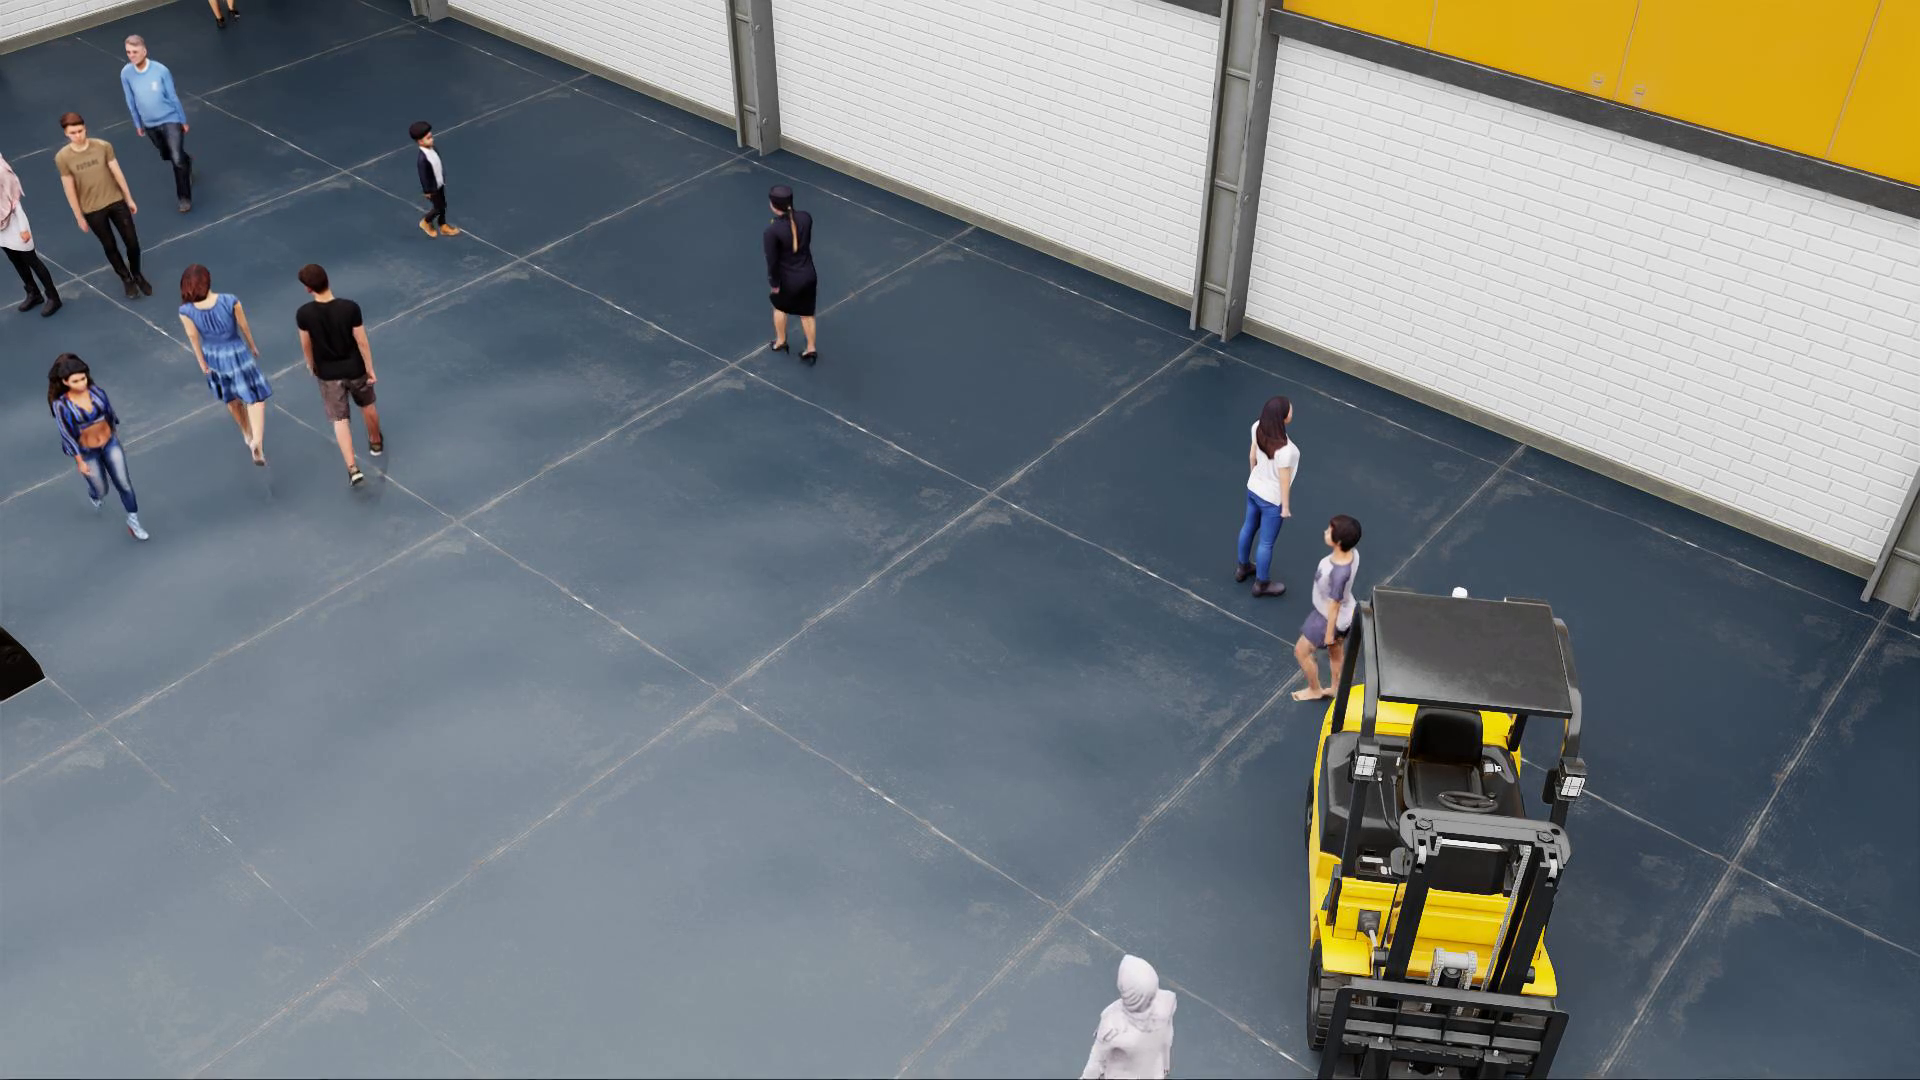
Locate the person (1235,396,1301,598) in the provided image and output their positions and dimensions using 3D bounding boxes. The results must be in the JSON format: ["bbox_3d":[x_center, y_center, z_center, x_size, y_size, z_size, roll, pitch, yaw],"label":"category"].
[{"bbox_3d":[2.213,-0.314,12.014,0.733,1.685,0.599,-17,42,-20],"label":"person"}]

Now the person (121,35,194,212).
[{"bbox_3d":[-8.099,-4.305,16.923,1.097,1.794,1.156,-3,39,-4],"label":"person"}]

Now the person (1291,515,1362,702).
[{"bbox_3d":[2.558,0.506,11.096,0.674,1.549,0.658,14,41,17],"label":"person"}]

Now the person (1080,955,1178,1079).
[{"bbox_3d":[0.886,2.713,8.158,0.718,1.767,0.761,-23,44,-26],"label":"person"}]

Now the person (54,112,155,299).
[{"bbox_3d":[-7.950,-3.125,15.407,0.776,1.843,0.752,-22,44,-25],"label":"person"}]

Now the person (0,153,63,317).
[{"bbox_3d":[-8.666,-2.895,15.154,0.623,1.800,0.753,13,40,16],"label":"person"}]

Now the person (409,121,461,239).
[{"bbox_3d":[-5.268,-3.558,16.451,0.696,1.217,0.634,4,39,5],"label":"person"}]

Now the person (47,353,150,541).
[{"bbox_3d":[-6.553,-0.699,12.562,0.808,1.602,0.601,27,46,30],"label":"person"}]

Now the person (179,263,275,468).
[{"bbox_3d":[-5.788,-1.346,13.225,0.997,1.786,1.118,-10,40,-13],"label":"person"}]

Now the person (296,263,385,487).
[{"bbox_3d":[-4.880,-1.278,13.106,0.989,1.829,1.217,-14,41,-16],"label":"person"}]

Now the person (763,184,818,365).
[{"bbox_3d":[-1.398,-2.254,14.468,0.781,1.653,0.805,-26,46,-29],"label":"person"}]
